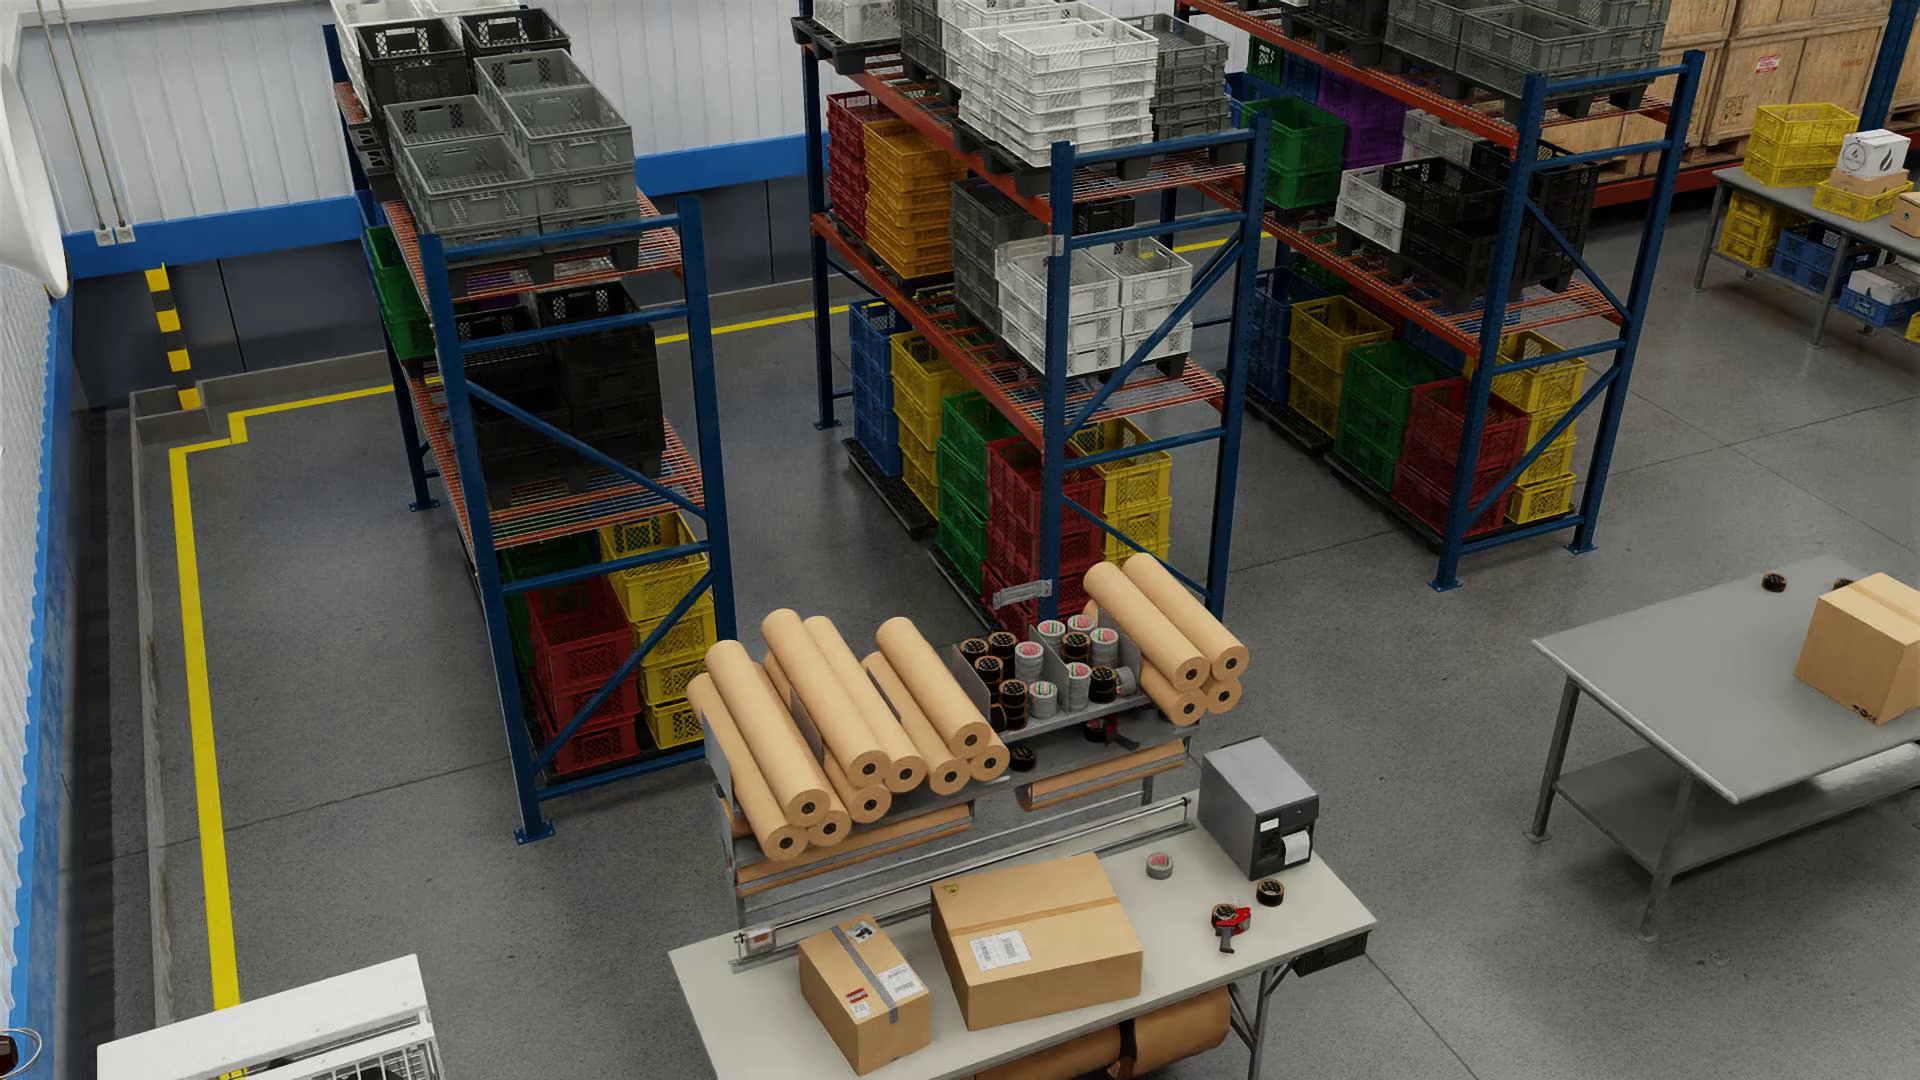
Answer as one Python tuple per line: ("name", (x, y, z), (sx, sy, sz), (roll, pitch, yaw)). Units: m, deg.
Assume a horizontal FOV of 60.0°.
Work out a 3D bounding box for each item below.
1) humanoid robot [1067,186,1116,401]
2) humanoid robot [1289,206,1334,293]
("humanoid robot", (0.767, -1.628, 11.288), (0.589, 1.637, 0.673), (-3, 32, -5))
("humanoid robot", (2.774, -2.775, 13.118), (0.610, 1.661, 0.314), (-1, 32, -2))
